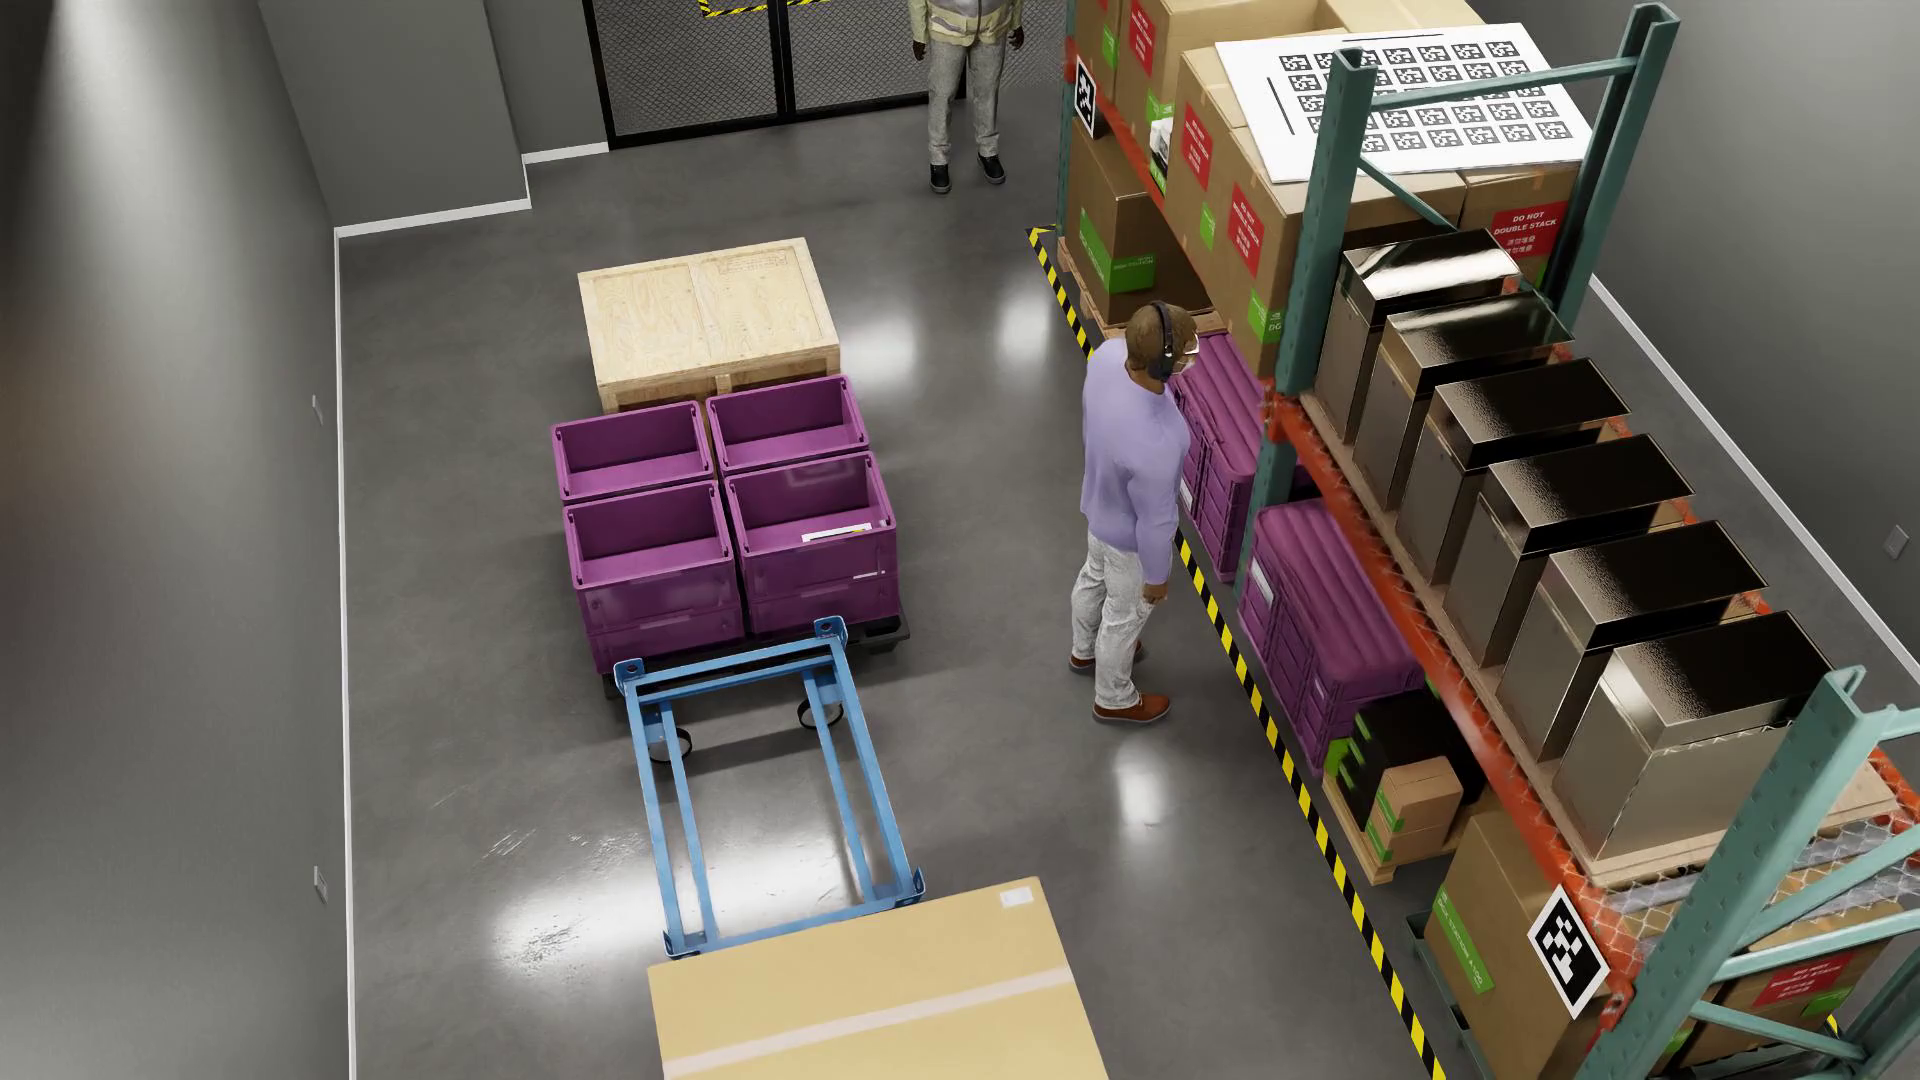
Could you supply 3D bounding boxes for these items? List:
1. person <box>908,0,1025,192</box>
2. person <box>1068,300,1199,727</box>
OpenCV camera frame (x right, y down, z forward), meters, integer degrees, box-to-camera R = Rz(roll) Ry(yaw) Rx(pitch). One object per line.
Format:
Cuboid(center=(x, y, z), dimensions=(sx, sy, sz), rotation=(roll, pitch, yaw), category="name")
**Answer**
Cuboid(center=(0.043, -2.592, 8.338), dimensions=(0.602, 1.830, 0.404), rotation=(-11, 48, -10), category="person")
Cuboid(center=(0.612, -0.074, 5.955), dimensions=(0.355, 1.936, 0.637), rotation=(-11, 48, -10), category="person")
